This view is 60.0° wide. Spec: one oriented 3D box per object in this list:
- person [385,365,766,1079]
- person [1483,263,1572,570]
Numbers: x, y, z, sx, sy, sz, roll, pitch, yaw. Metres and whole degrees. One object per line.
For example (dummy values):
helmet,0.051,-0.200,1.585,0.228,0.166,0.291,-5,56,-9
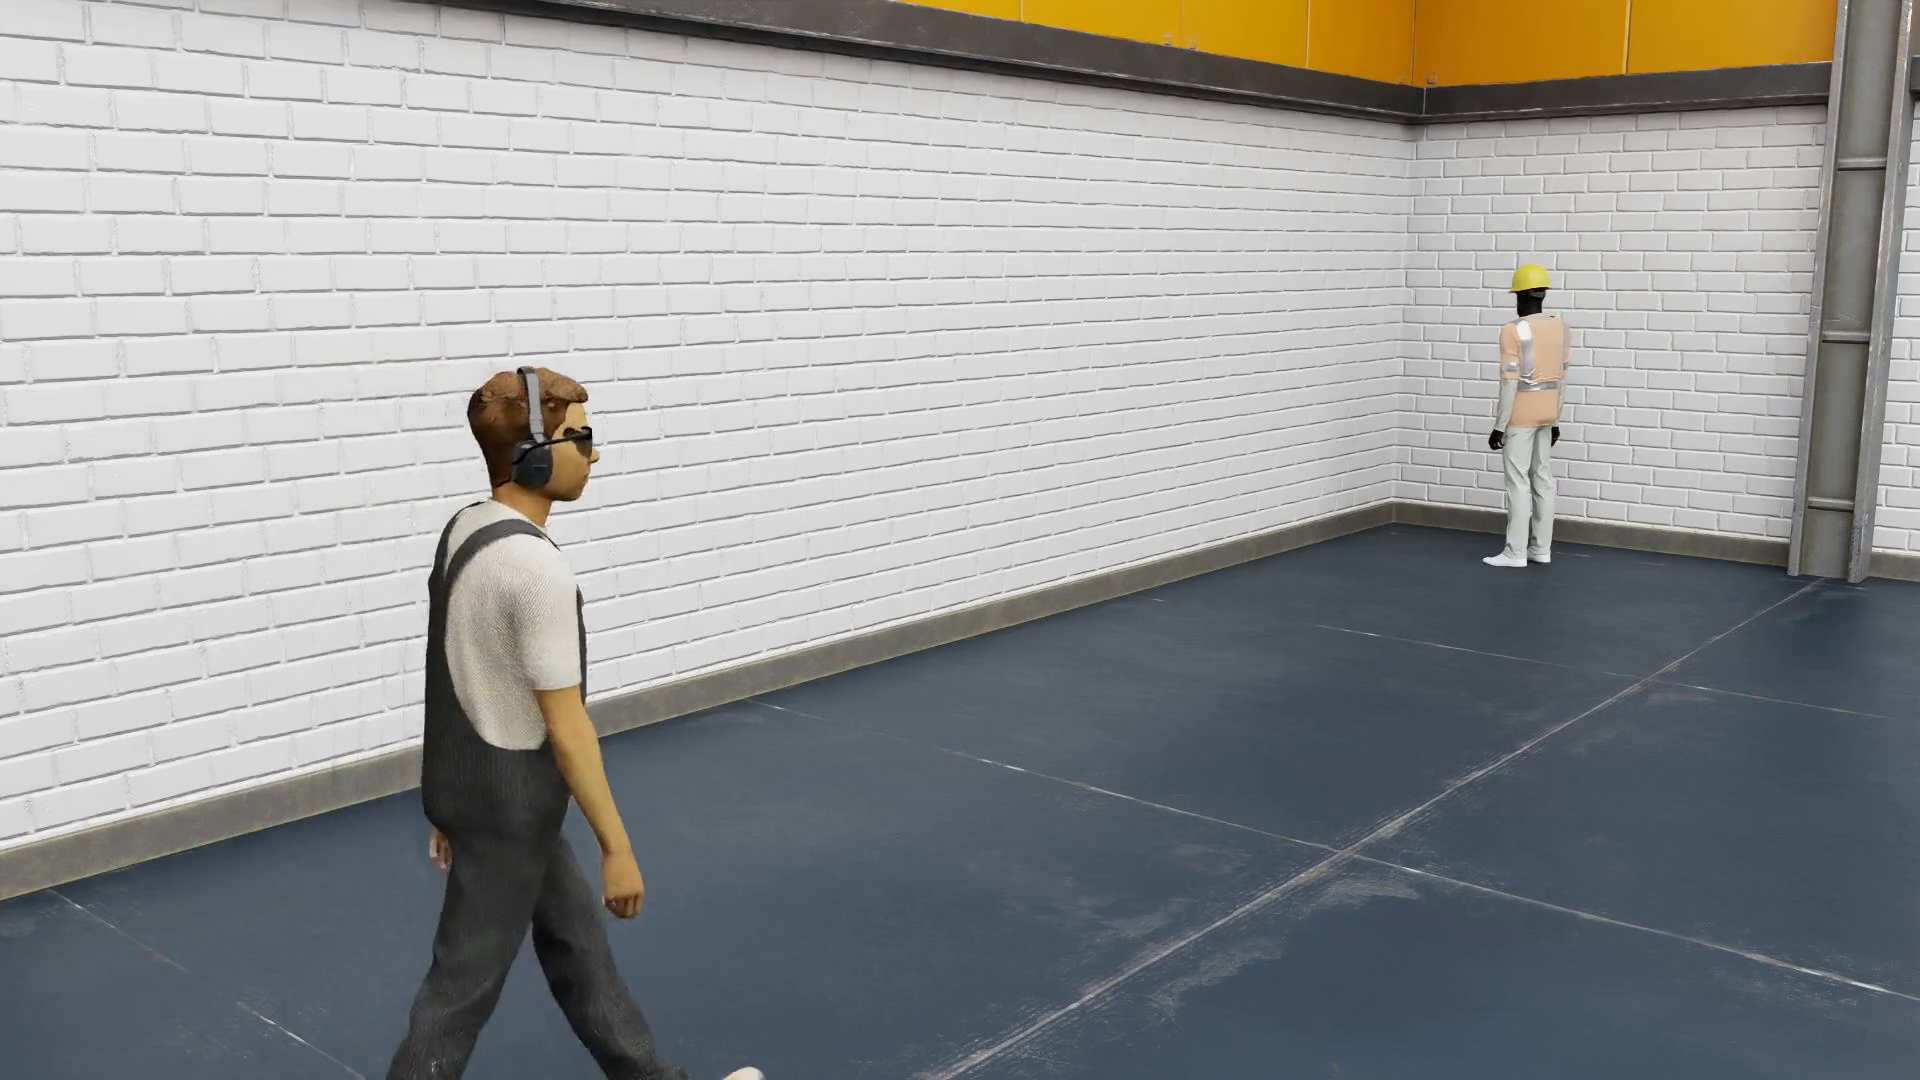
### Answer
person,-0.841,0.550,3.368,0.974,1.787,0.529,-5,11,-28
person,3.578,-0.776,10.526,0.595,1.923,0.372,-6,12,-31
